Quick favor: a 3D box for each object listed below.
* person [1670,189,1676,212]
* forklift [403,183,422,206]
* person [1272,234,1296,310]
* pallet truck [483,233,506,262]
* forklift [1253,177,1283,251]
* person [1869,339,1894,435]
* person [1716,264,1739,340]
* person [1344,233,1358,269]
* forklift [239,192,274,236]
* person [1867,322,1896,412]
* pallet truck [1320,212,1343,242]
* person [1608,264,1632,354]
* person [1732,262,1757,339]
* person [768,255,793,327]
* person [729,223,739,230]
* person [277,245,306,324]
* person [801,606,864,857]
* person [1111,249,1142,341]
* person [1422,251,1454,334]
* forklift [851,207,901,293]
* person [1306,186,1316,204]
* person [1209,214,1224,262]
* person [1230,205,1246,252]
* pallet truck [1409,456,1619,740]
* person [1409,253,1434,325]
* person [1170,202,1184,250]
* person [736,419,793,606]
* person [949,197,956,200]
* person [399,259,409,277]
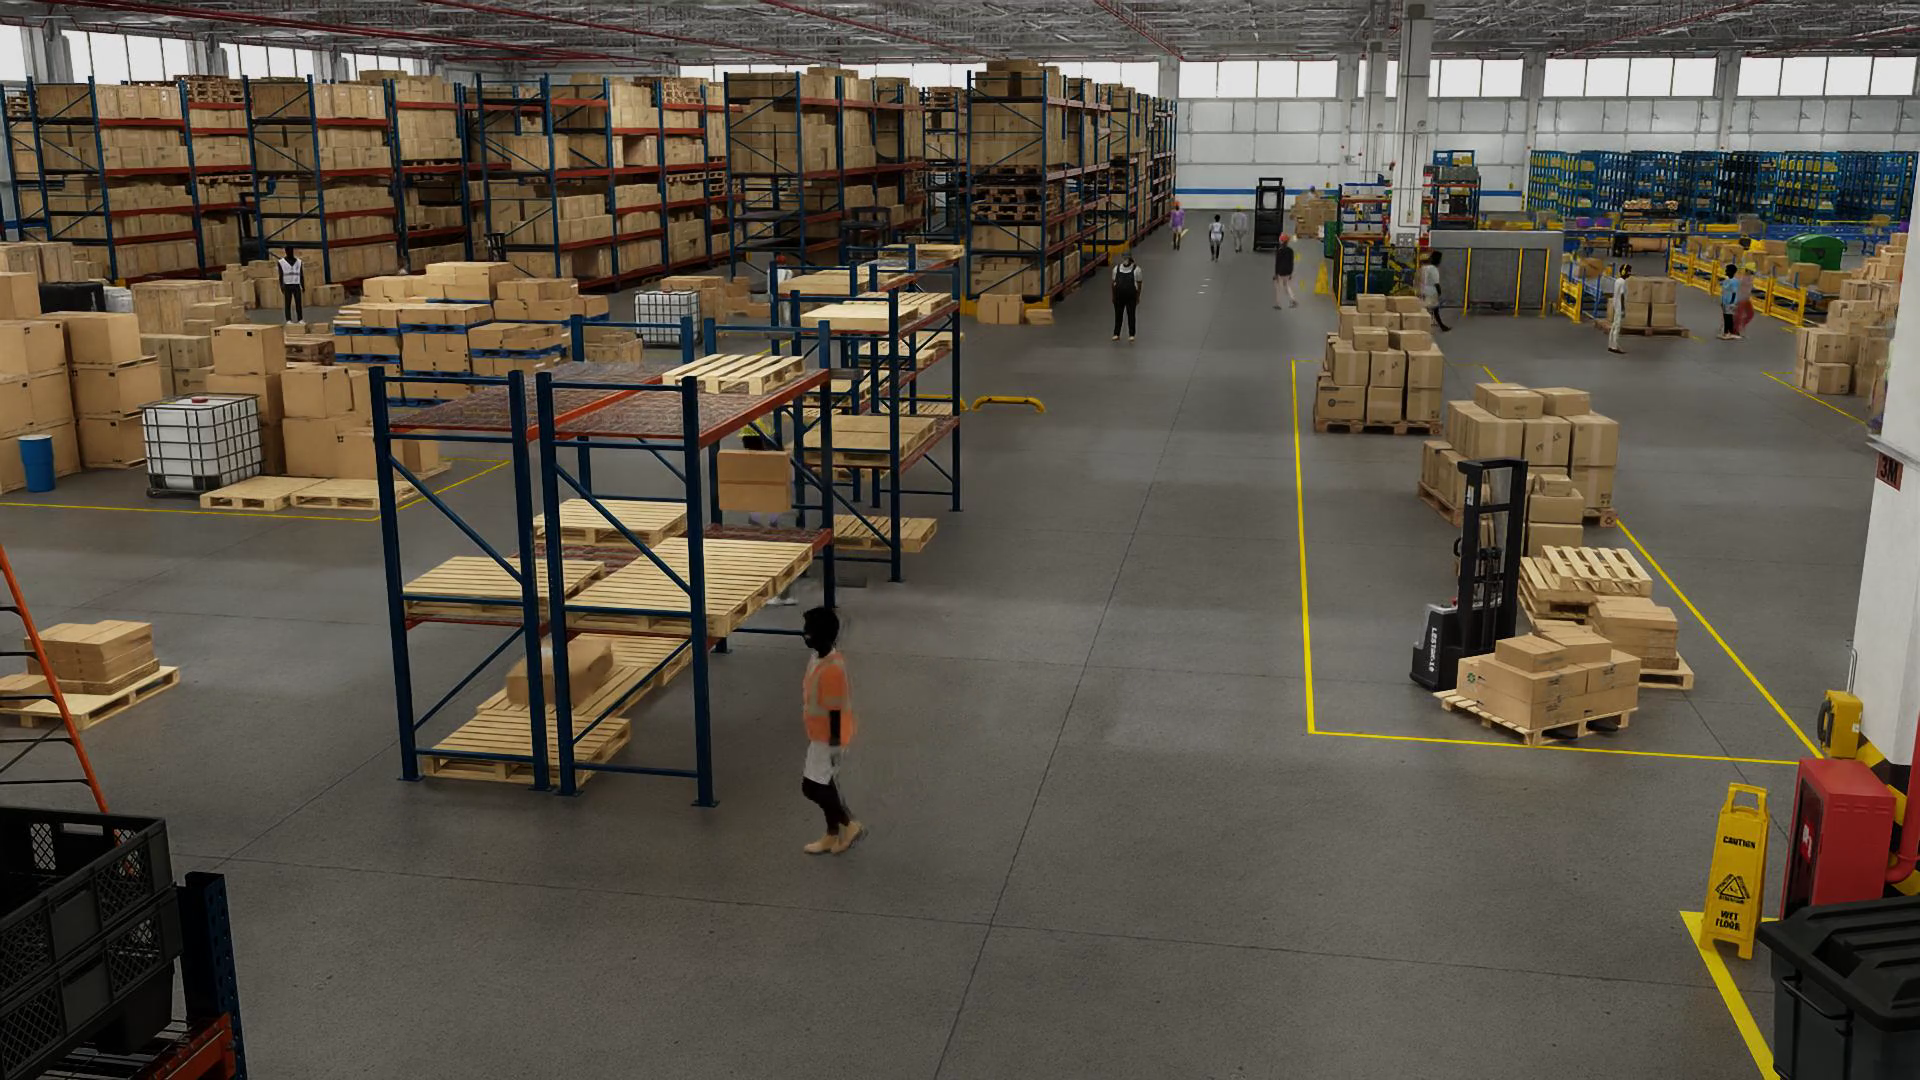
[{"bbox_3d":[37.921,-17.975,88.398,0.905,1.811,0.573,-1,14,-4],"label":"person"},{"bbox_3d":[-18.949,-10.988,57.815,1.129,2.768,1.873,3,14,10],"label":"forklift"},{"bbox_3d":[8.472,-6.995,43.467,0.626,1.972,0.588,-9,17,-33],"label":"person"},{"bbox_3d":[-11.832,-7.026,43.548,1.885,1.965,0.823,8,16,28],"label":"pallet truck"},{"bbox_3d":[12.083,-12.747,64.956,1.129,2.768,1.873,3,14,10],"label":"forklift"},{"bbox_3d":[14.010,-2.352,24.759,0.512,1.905,0.622,1,14,3],"label":"person"},{"bbox_3d":[17.256,-5.335,37.317,0.320,1.694,0.536,1,14,4],"label":"person"},{"bbox_3d":[12.940,-9.690,55.193,0.519,1.589,0.836,11,17,37],"label":"person"},{"bbox_3d":[-20.908,-8.999,49.741,1.129,2.768,1.873,-4,14,-14],"label":"forklift"},{"bbox_3d":[15.499,-2.985,27.522,0.970,1.826,0.536,-5,15,-19],"label":"person"},{"bbox_3d":[15.874,-13.227,70.310,0.680,1.201,1.601,10,17,35],"label":"pallet truck"},{"bbox_3d":[13.931,-4.873,35.082,0.328,1.865,0.517,2,14,6],"label":"person"},{"bbox_3d":[17.656,-5.383,37.413,0.529,1.736,0.434,-8,16,-29],"label":"person"},{"bbox_3d":[-4.110,-5.613,38.123,0.602,1.834,0.953,0,14,0],"label":"person"},{"bbox_3d":[-8.863,-12.261,64.978,0.569,1.920,0.631,11,18,38],"label":"person"},{"bbox_3d":[-16.159,-6.162,40.227,0.592,1.910,0.385,-12,18,-40],"label":"person"},{"bbox_3d":[-0.873,1.241,10.626,0.372,1.680,0.546,-3,14,-13],"label":"person"},{"bbox_3d":[3.684,-5.451,37.064,0.688,2.000,0.539,4,15,17],"label":"person"},{"bbox_3d":[10.886,-5.668,38.217,1.021,1.909,0.626,0,14,1],"label":"person"},{"bbox_3d":[-2.119,-6.611,40.046,1.129,2.768,1.873,3,14,10],"label":"forklift"},{"bbox_3d":[17.542,-16.715,83.097,0.990,1.901,0.625,12,18,40],"label":"person"},{"bbox_3d":[9.191,-10.839,59.676,0.556,1.671,0.666,0,14,2],"label":"person"},{"bbox_3d":[10.744,-12.033,64.284,0.612,1.788,0.932,1,14,5],"label":"person"},{"bbox_3d":[4.504,0.400,13.395,0.823,1.965,1.885,-6,15,-23],"label":"pallet truck"},{"bbox_3d":[11.154,-6.056,40.180,0.911,1.721,0.524,13,19,42],"label":"person"},{"bbox_3d":[8.533,-12.370,65.493,0.562,1.890,1.000,1,14,5],"label":"person"},{"bbox_3d":[-2.062,-0.255,16.272,0.891,1.889,0.610,1,14,3],"label":"person"},{"bbox_3d":[-0.425,-18.582,90.631,0.562,1.915,0.598,0,14,2],"label":"person"},{"bbox_3d":[-13.228,-5.906,39.762,0.381,1.623,0.537,-2,14,-9],"label":"person"}]
